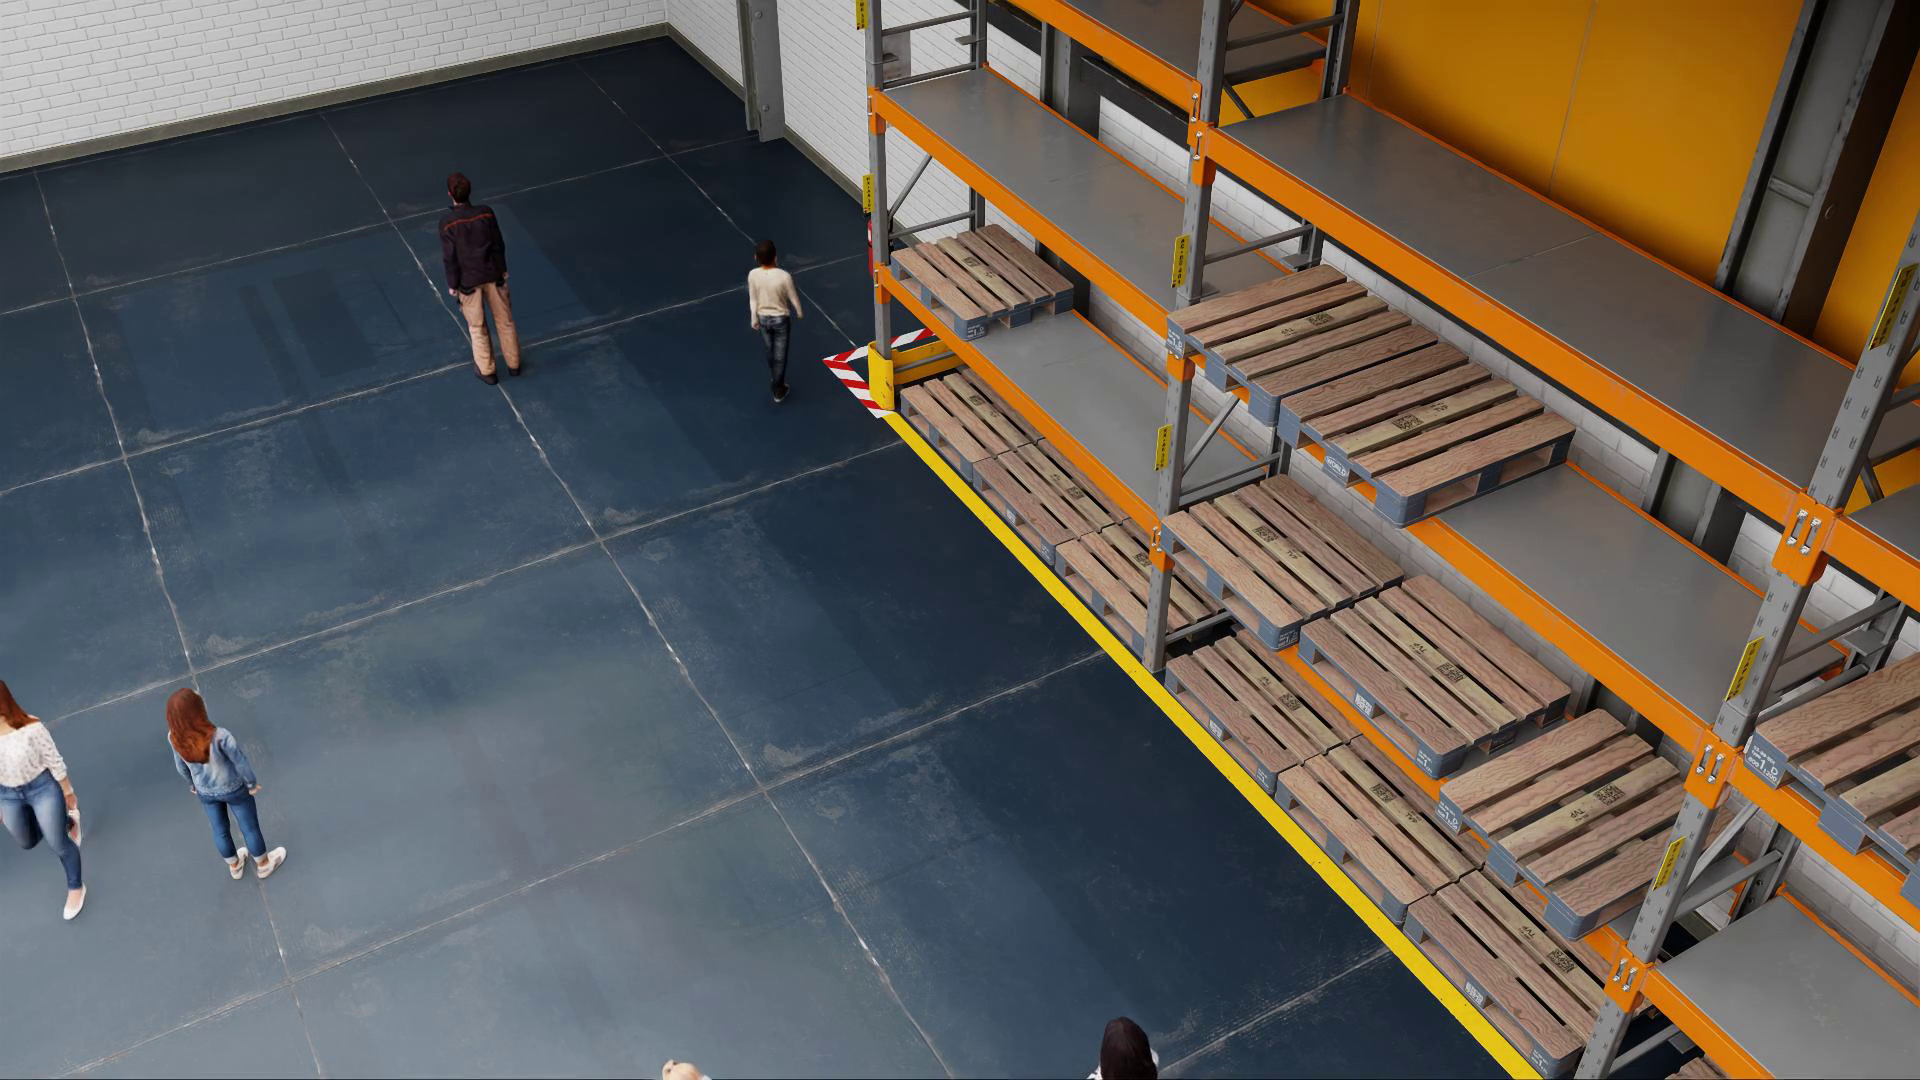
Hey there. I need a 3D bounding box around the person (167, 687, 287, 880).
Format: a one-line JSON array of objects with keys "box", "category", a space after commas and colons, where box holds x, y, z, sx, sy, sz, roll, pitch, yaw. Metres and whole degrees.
[{"box": [-4.374, 1.449, 9.832, 0.634, 1.476, 0.654, 1, 39, 2], "category": "person"}]

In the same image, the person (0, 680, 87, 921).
[{"box": [-5.387, 1.414, 9.683, 0.806, 1.716, 0.981, -5, 39, -6], "category": "person"}]

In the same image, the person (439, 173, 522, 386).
[{"box": [-4.061, -2.199, 14.041, 0.699, 1.924, 0.600, -22, 44, -25], "category": "person"}]

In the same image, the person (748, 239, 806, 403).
[{"box": [-1.573, -1.805, 13.932, 0.839, 1.444, 0.901, 9, 40, 11], "category": "person"}]

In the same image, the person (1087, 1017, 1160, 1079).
[{"box": [0.764, 2.838, 7.853, 0.638, 1.775, 0.602, -32, 48, -33], "category": "person"}]
